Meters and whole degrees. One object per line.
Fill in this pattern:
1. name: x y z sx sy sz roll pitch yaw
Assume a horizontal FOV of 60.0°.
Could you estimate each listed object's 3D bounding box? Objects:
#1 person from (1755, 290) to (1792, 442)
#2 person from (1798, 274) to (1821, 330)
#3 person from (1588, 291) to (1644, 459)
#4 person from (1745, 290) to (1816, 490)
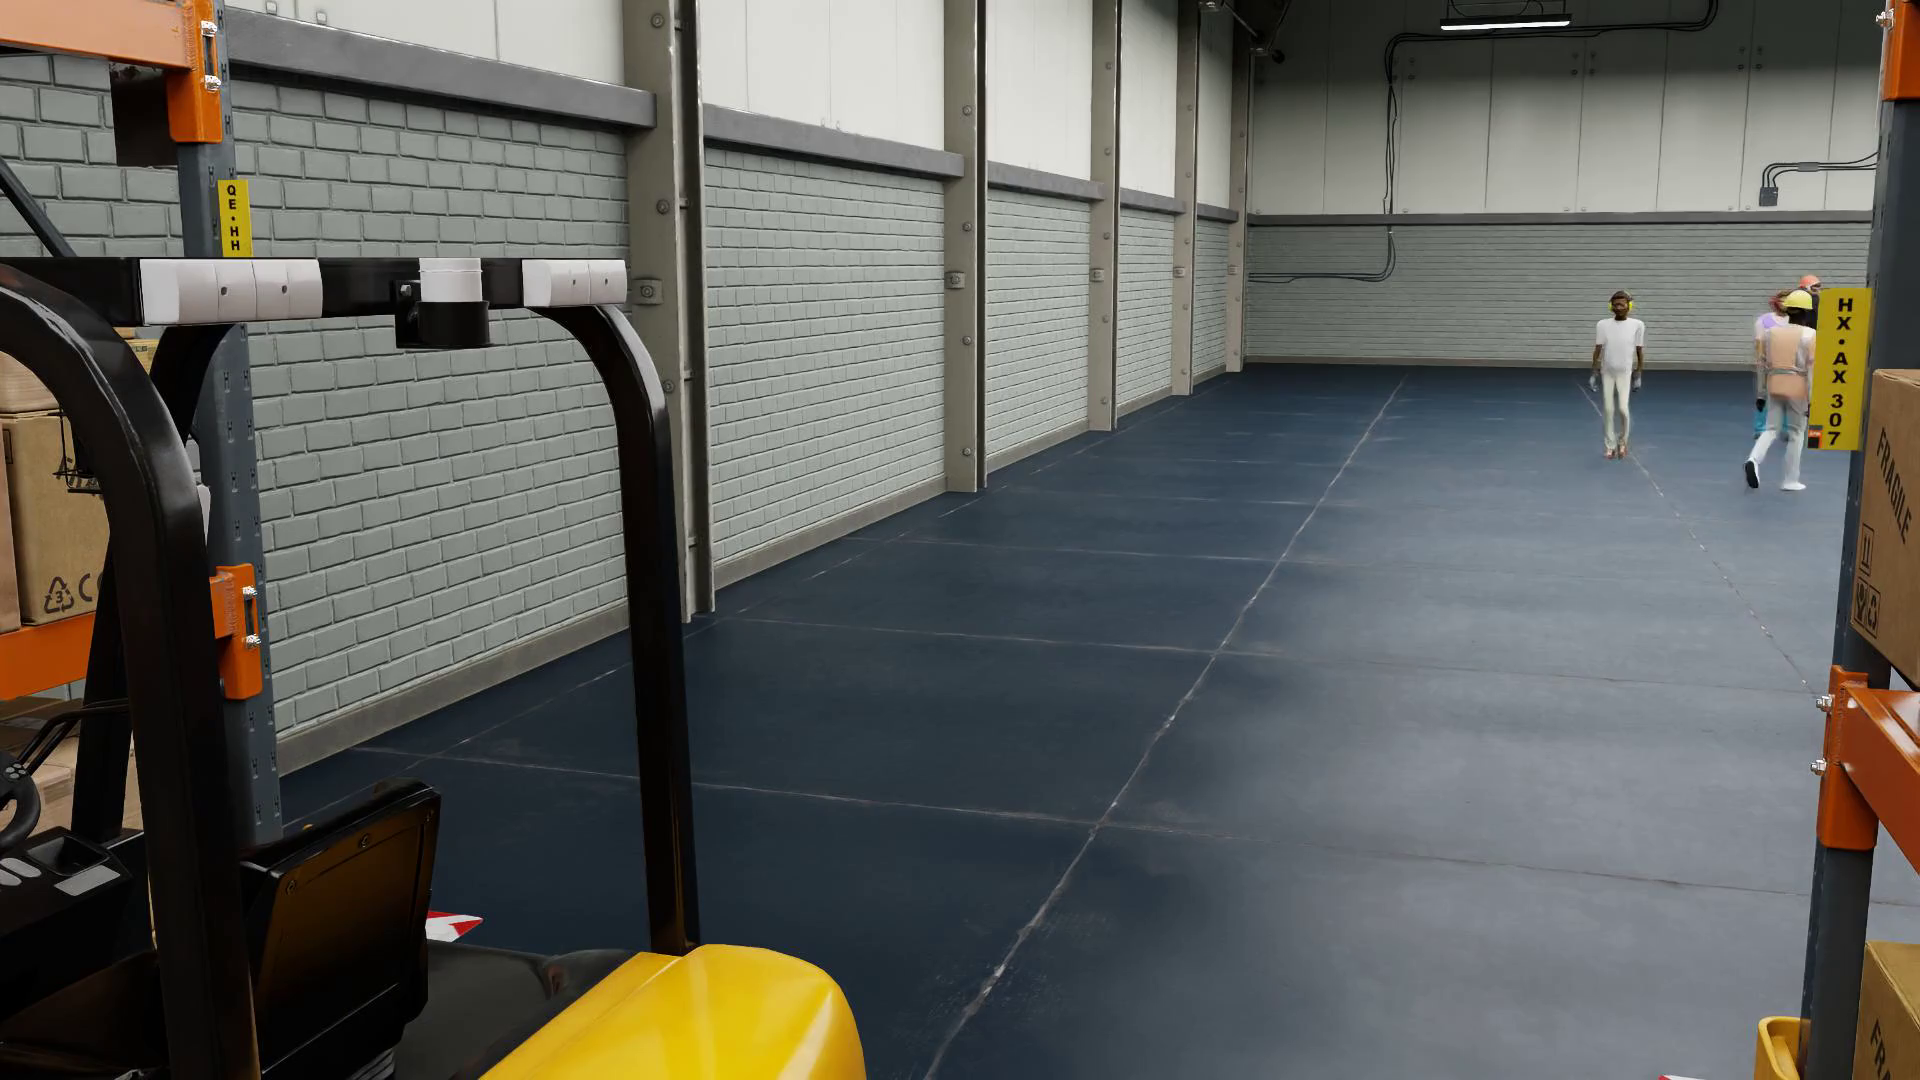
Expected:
1. person: 9.776 -2.056 19.831 0.564 1.817 0.814 0 10 2
2. person: 12.844 -3.031 25.223 0.646 1.987 0.499 -8 12 -39
3. person: 7.172 -1.798 18.213 0.517 1.850 0.433 5 11 29
4. person: 7.735 -1.388 15.620 0.731 1.907 0.591 -7 12 -34
